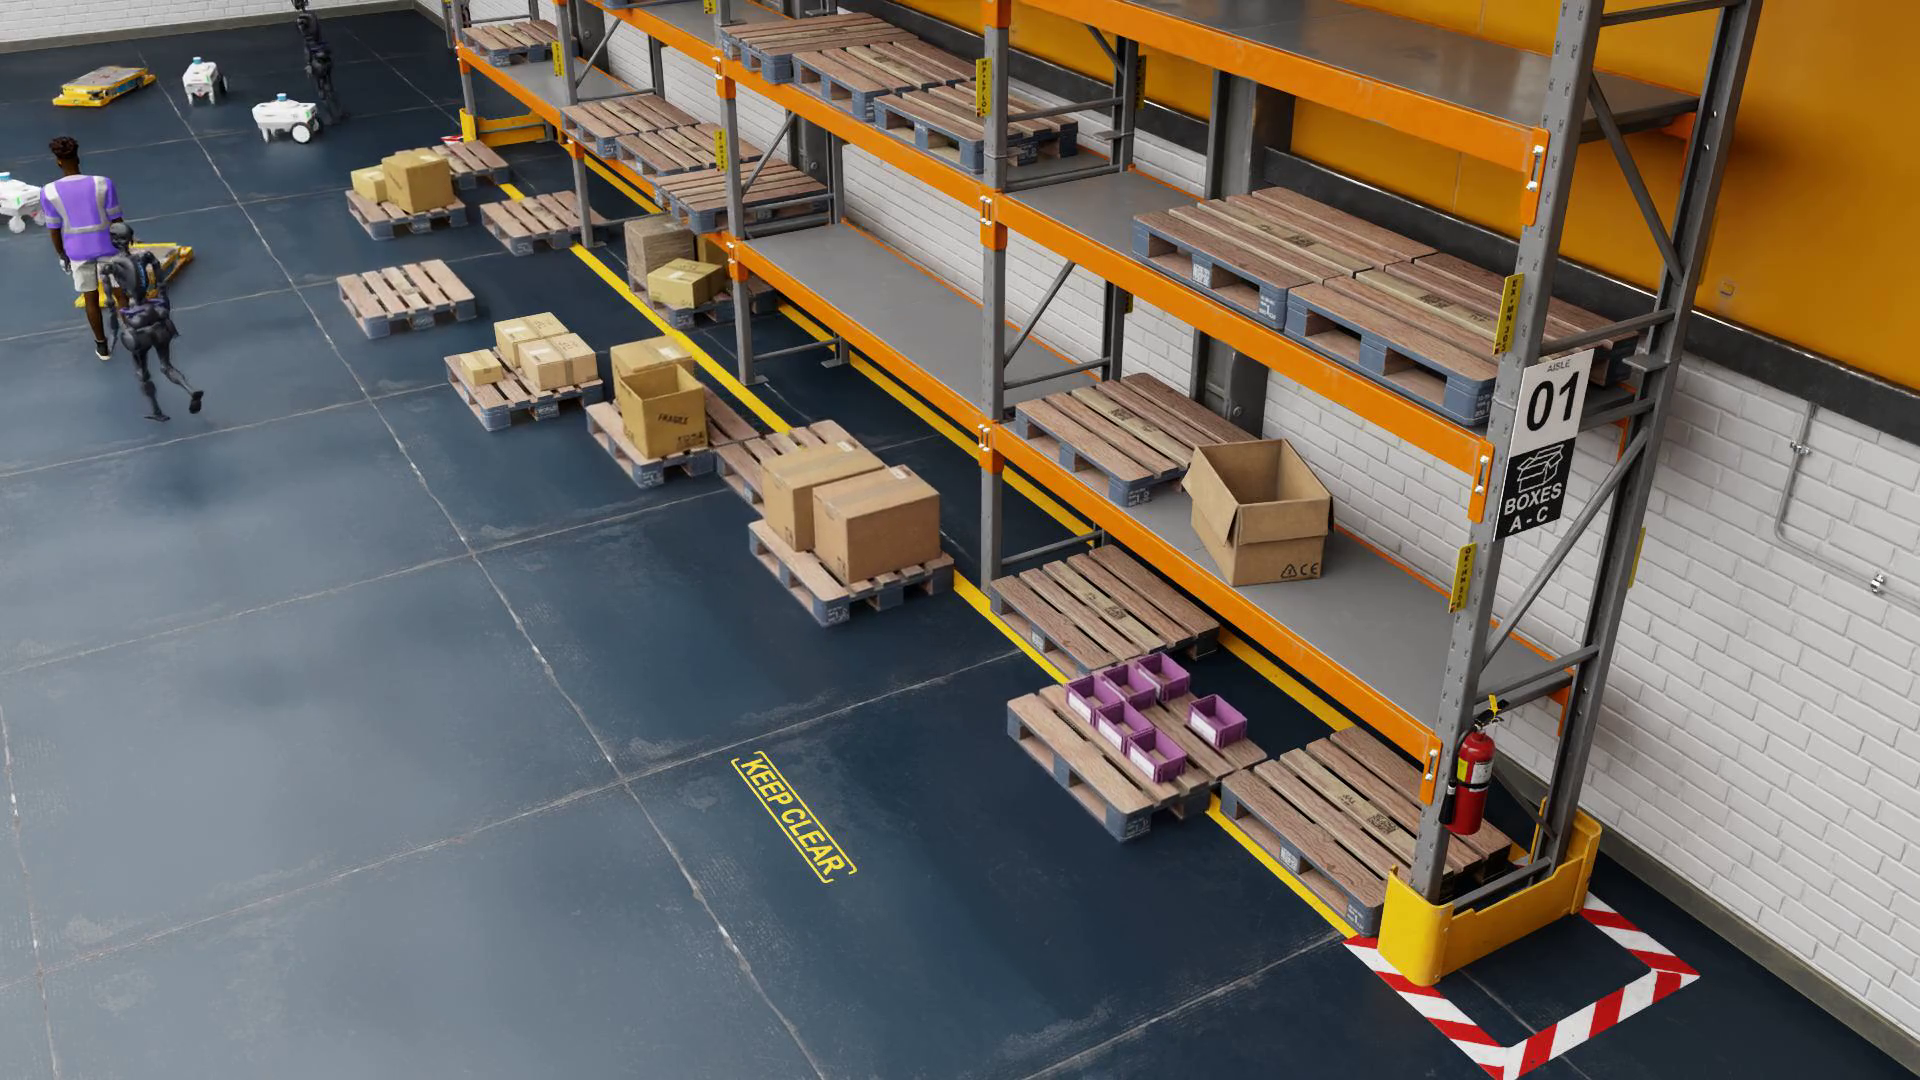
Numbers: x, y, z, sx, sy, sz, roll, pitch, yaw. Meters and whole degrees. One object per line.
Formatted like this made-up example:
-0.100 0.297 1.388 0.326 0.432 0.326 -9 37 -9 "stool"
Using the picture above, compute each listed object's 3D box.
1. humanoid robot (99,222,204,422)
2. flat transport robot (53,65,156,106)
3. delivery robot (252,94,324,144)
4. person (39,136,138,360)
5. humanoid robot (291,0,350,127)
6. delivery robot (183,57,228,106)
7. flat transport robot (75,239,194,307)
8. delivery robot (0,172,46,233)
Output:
-6.444 -1.698 13.211 0.547 1.642 0.595 14 33 24 "humanoid robot"
-11.548 -6.128 22.451 0.659 0.231 1.431 2 30 4 "flat transport robot"
-8.279 -5.199 20.526 0.773 0.601 0.527 -1 30 -1 "delivery robot"
-7.476 -2.505 14.344 0.602 1.958 0.377 -13 32 -22 "person"
-8.051 -6.047 20.887 0.400 1.637 0.616 0 30 0 "humanoid robot"
-10.098 -6.123 22.160 0.499 0.603 0.803 -7 30 -12 "delivery robot"
-8.055 -2.612 16.242 0.659 0.231 1.431 -3 30 -5 "flat transport robot"
-10.133 -3.607 17.723 0.780 0.609 0.523 14 32 23 "delivery robot"
